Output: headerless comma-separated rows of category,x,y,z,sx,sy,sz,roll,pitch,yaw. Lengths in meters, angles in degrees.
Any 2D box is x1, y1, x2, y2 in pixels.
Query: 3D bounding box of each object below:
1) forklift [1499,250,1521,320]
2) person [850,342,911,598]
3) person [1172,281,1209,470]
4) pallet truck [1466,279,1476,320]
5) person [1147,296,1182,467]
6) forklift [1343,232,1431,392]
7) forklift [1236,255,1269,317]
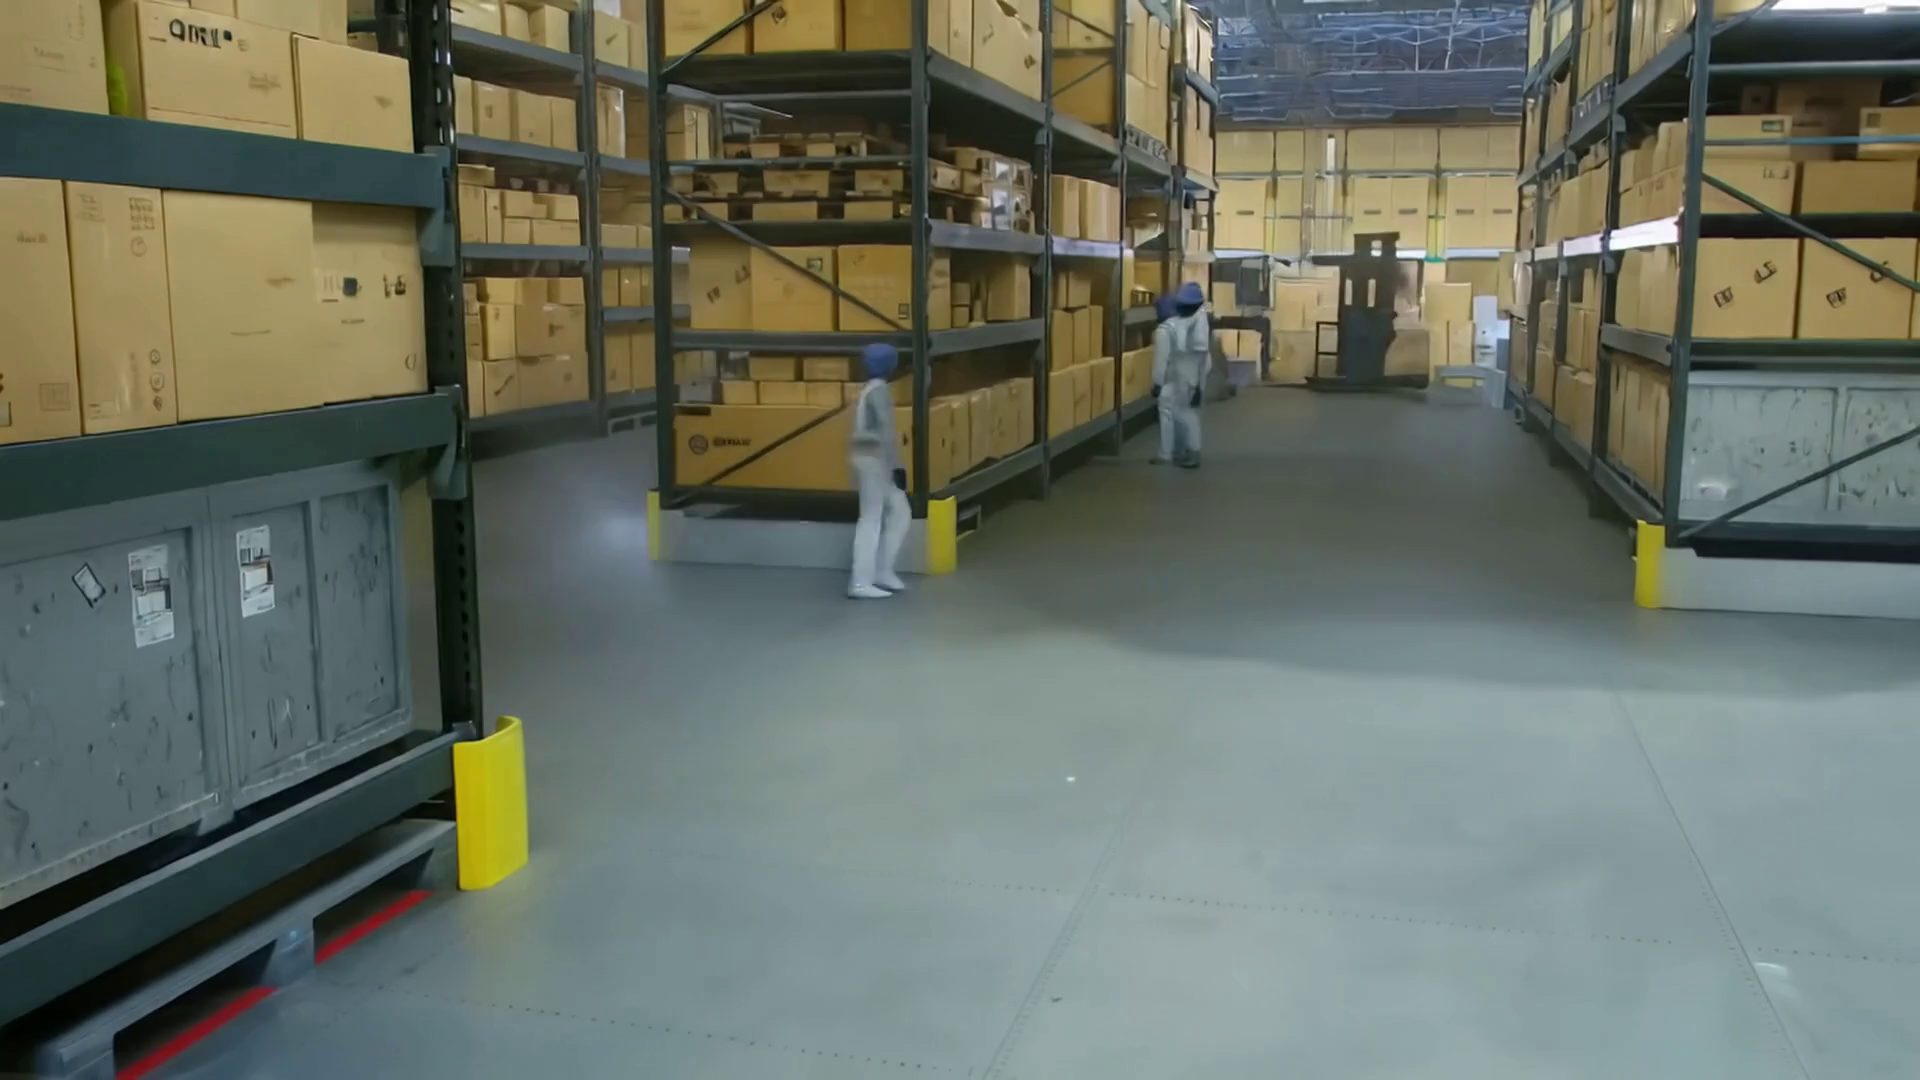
forklift,15.855,-6.836,47.204,1.129,2.768,1.873,2,9,15
person,-0.480,-0.429,10.511,0.486,1.618,0.560,0,9,-3
person,2.402,-1.730,17.583,0.403,2.003,0.700,-3,9,-16
pallet truck,18.896,-8.459,60.307,1.885,1.965,0.823,5,10,31
person,2.243,-1.697,17.867,0.429,1.838,0.622,7,11,37
forklift,7.422,-4.097,29.799,1.873,2.768,1.129,-4,10,-23
forklift,10.034,-8.359,56.878,1.129,2.768,1.873,2,9,15
